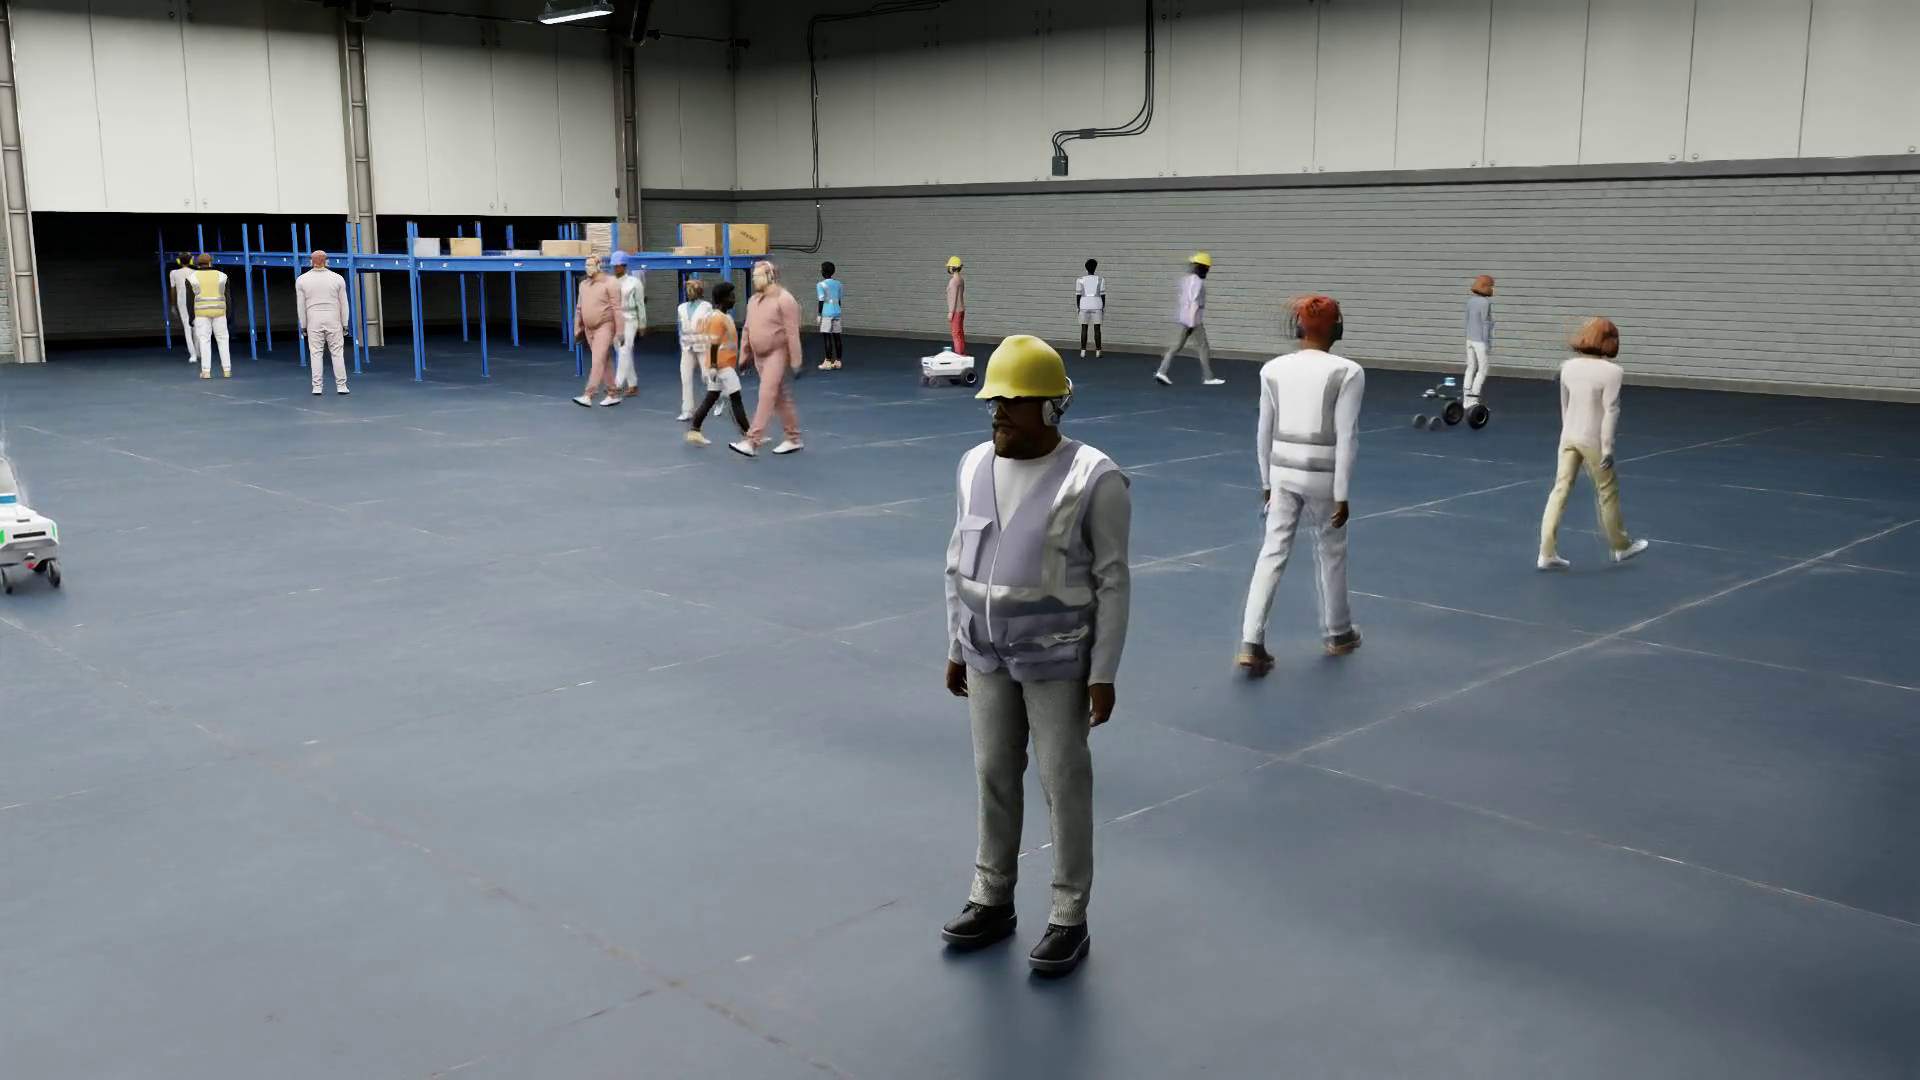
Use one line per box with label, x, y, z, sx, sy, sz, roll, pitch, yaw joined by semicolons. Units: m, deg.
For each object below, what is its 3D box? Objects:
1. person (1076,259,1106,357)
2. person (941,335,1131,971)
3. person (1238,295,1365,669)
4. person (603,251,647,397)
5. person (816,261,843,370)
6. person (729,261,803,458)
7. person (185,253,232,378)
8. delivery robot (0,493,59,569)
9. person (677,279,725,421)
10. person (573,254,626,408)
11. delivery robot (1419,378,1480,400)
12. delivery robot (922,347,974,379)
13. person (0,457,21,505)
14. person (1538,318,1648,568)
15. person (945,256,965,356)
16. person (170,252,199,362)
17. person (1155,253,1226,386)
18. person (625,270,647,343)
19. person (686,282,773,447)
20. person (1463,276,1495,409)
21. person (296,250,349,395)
person;2.278;-4.026;28.921;0.532;1.696;0.319;1;10;7
person;0.193;0.325;4.821;0.603;1.830;0.404;8;13;36
person;1.689;-0.286;8.190;0.584;1.833;1.015;8;13;37
person;-4.440;-2.787;21.612;0.613;1.891;1.000;5;11;24
person;-2.066;-3.547;26.307;0.322;1.697;0.533;8;13;39
person;-1.890;-1.724;15.933;0.988;1.854;0.669;-9;14;-41
person;-11.192;-3.341;24.802;0.624;1.841;0.430;-7;12;-32
delivery robot;-5.817;-0.045;10.188;0.707;0.478;0.477;10;14;43
person;-3.010;-2.210;19.246;0.523;1.611;0.761;5;11;23
person;-4.525;-2.552;20.392;0.677;1.866;0.948;8;13;36
delivery robot;5.420;-1.679;18.391;0.698;0.223;0.335;-5;11;-23
delivery robot;-0.167;-2.476;23.444;0.707;0.478;0.477;-5;12;-25
person;-6.818;-0.854;11.249;0.593;1.827;0.992;4;11;22
person;4.039;-0.615;10.589;0.843;1.580;0.522;-5;12;-26
person;-0.079;-3.647;26.659;0.309;1.772;0.525;3;11;15
person;-13.040;-3.930;28.061;0.494;1.826;0.915;-7;12;-33
person;3.235;-3.110;23.492;1.012;1.867;0.603;-2;11;-11
person;-6.521;-4.857;32.835;0.607;1.917;0.581;9;14;41
person;-2.351;-1.742;16.594;0.890;1.648;0.546;0;10;1
person;6.297;-2.379;20.161;0.299;1.624;0.549;-1;10;-6
person;-8.468;-2.890;22.152;0.643;1.909;0.410;-3;11;-18
